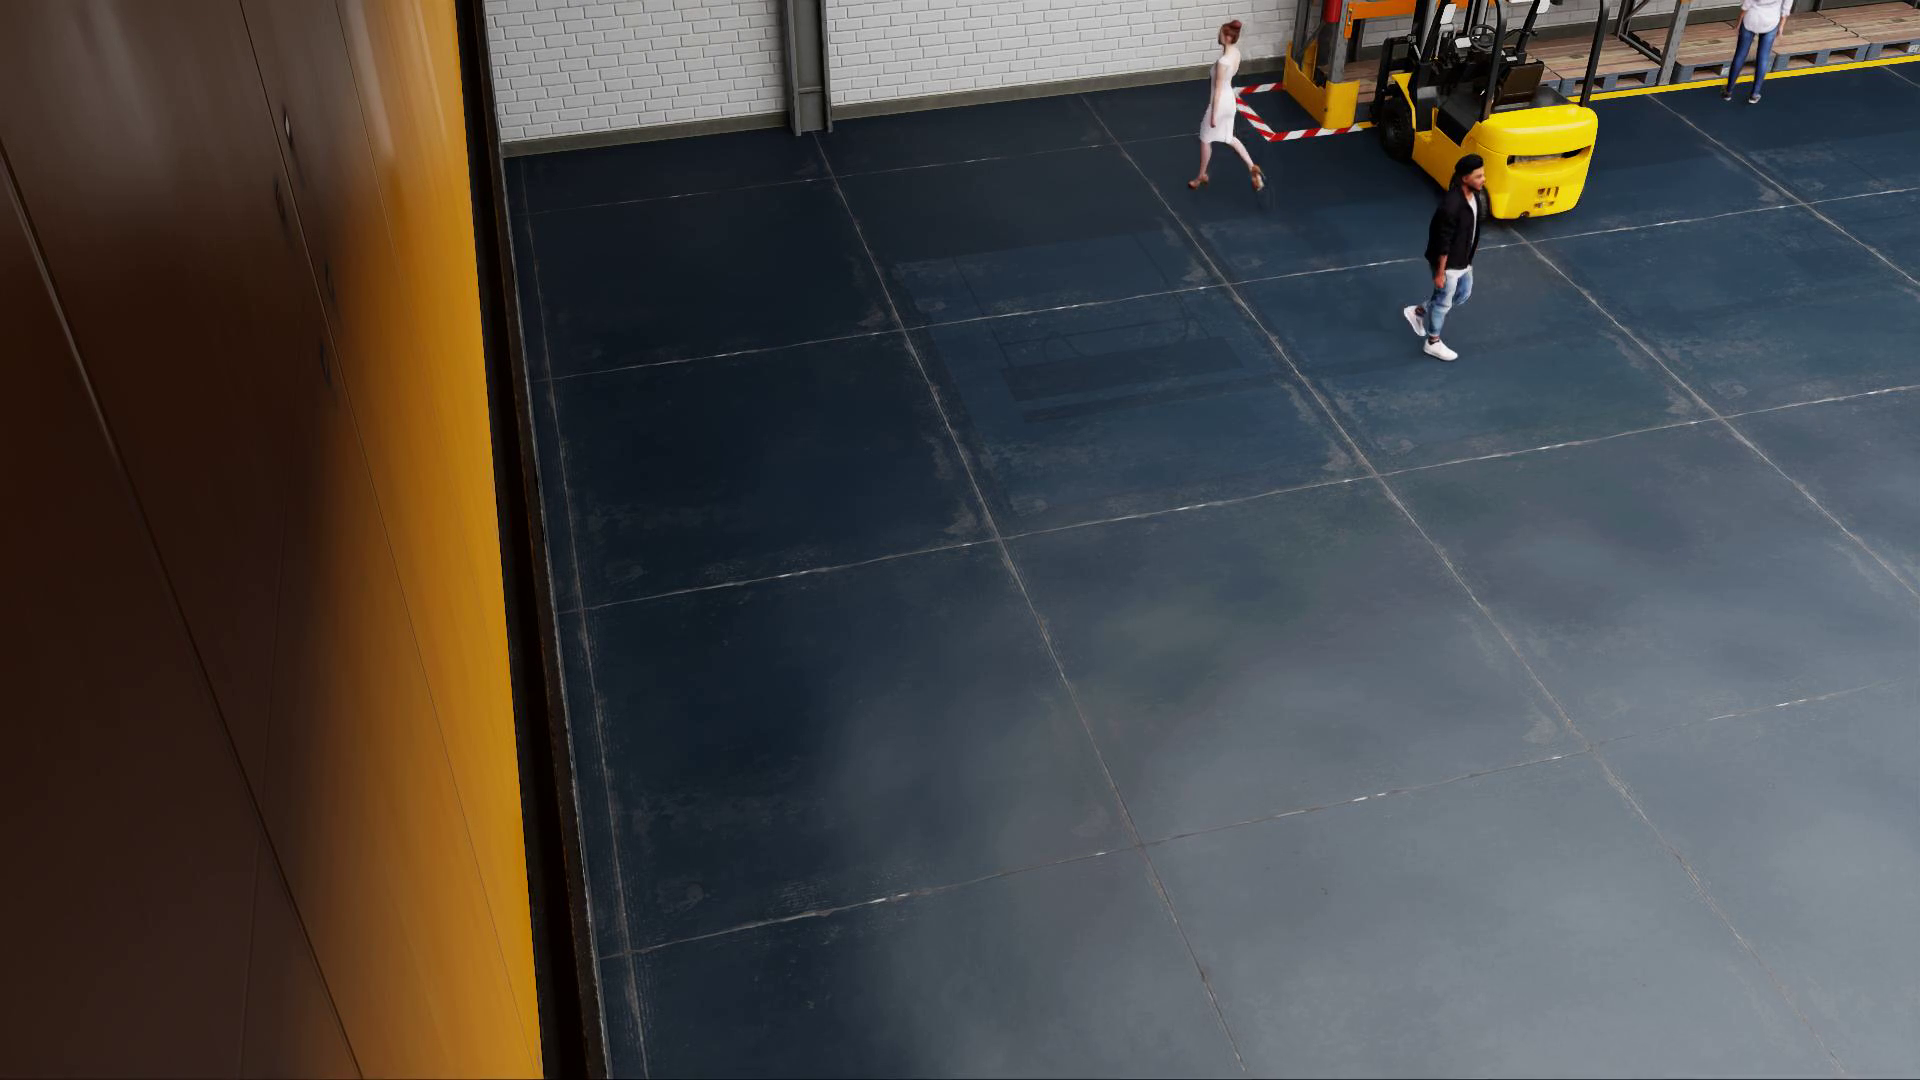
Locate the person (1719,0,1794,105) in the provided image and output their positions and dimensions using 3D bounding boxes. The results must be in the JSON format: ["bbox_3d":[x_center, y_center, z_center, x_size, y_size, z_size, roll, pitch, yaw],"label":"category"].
[{"bbox_3d":[8.467,-5.488,17.571,0.719,1.711,0.810,13,40,15],"label":"person"}]

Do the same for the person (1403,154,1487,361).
[{"bbox_3d":[3.930,-2.335,13.551,0.976,1.801,0.921,27,46,30],"label":"person"}]

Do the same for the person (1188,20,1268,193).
[{"bbox_3d":[2.550,-4.029,15.697,1.054,1.769,1.021,21,43,24],"label":"person"}]
